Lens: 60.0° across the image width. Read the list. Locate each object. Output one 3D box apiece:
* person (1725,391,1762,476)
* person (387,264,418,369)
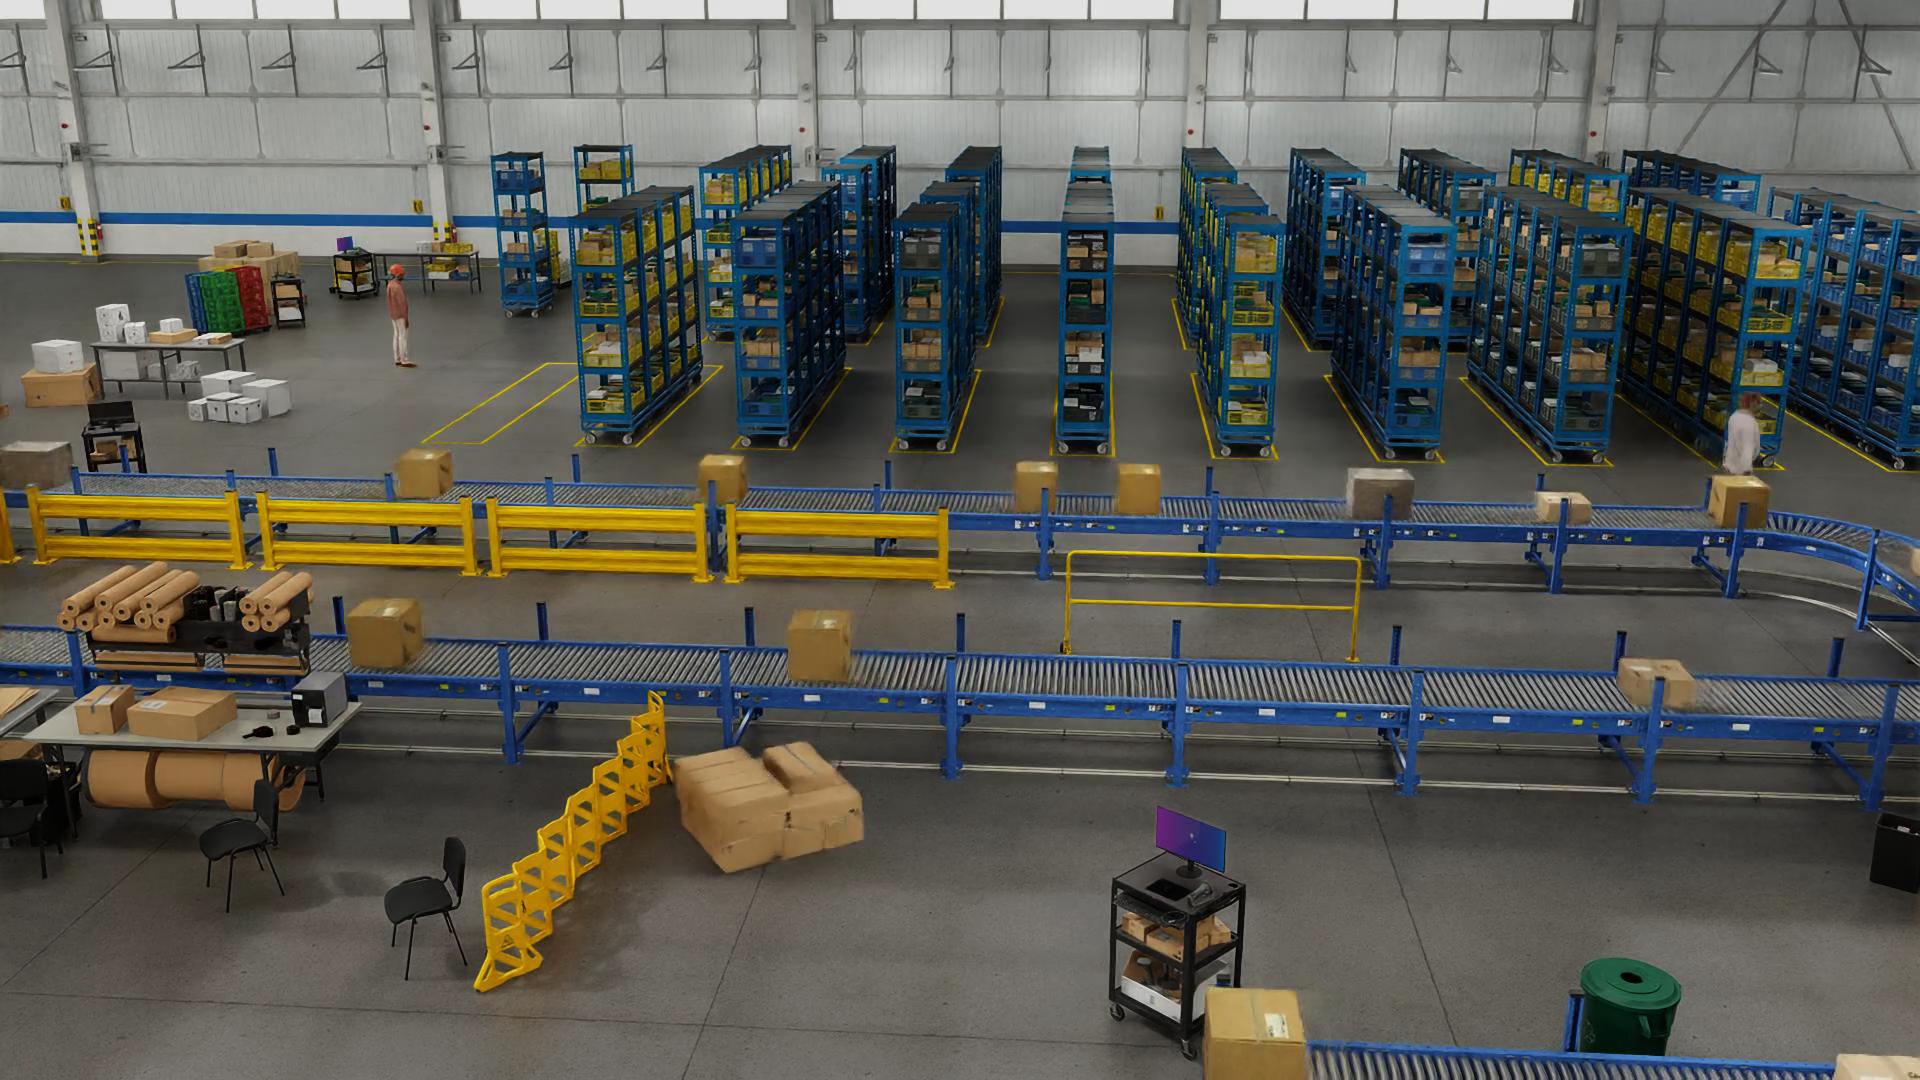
[{"bbox_3d":[10.147,-1.015,21.683,0.489,1.887,0.669,3,18,10],"label":"person"},{"bbox_3d":[-10.723,-4.286,31.893,0.391,1.992,0.623,-14,22,-38],"label":"person"}]
